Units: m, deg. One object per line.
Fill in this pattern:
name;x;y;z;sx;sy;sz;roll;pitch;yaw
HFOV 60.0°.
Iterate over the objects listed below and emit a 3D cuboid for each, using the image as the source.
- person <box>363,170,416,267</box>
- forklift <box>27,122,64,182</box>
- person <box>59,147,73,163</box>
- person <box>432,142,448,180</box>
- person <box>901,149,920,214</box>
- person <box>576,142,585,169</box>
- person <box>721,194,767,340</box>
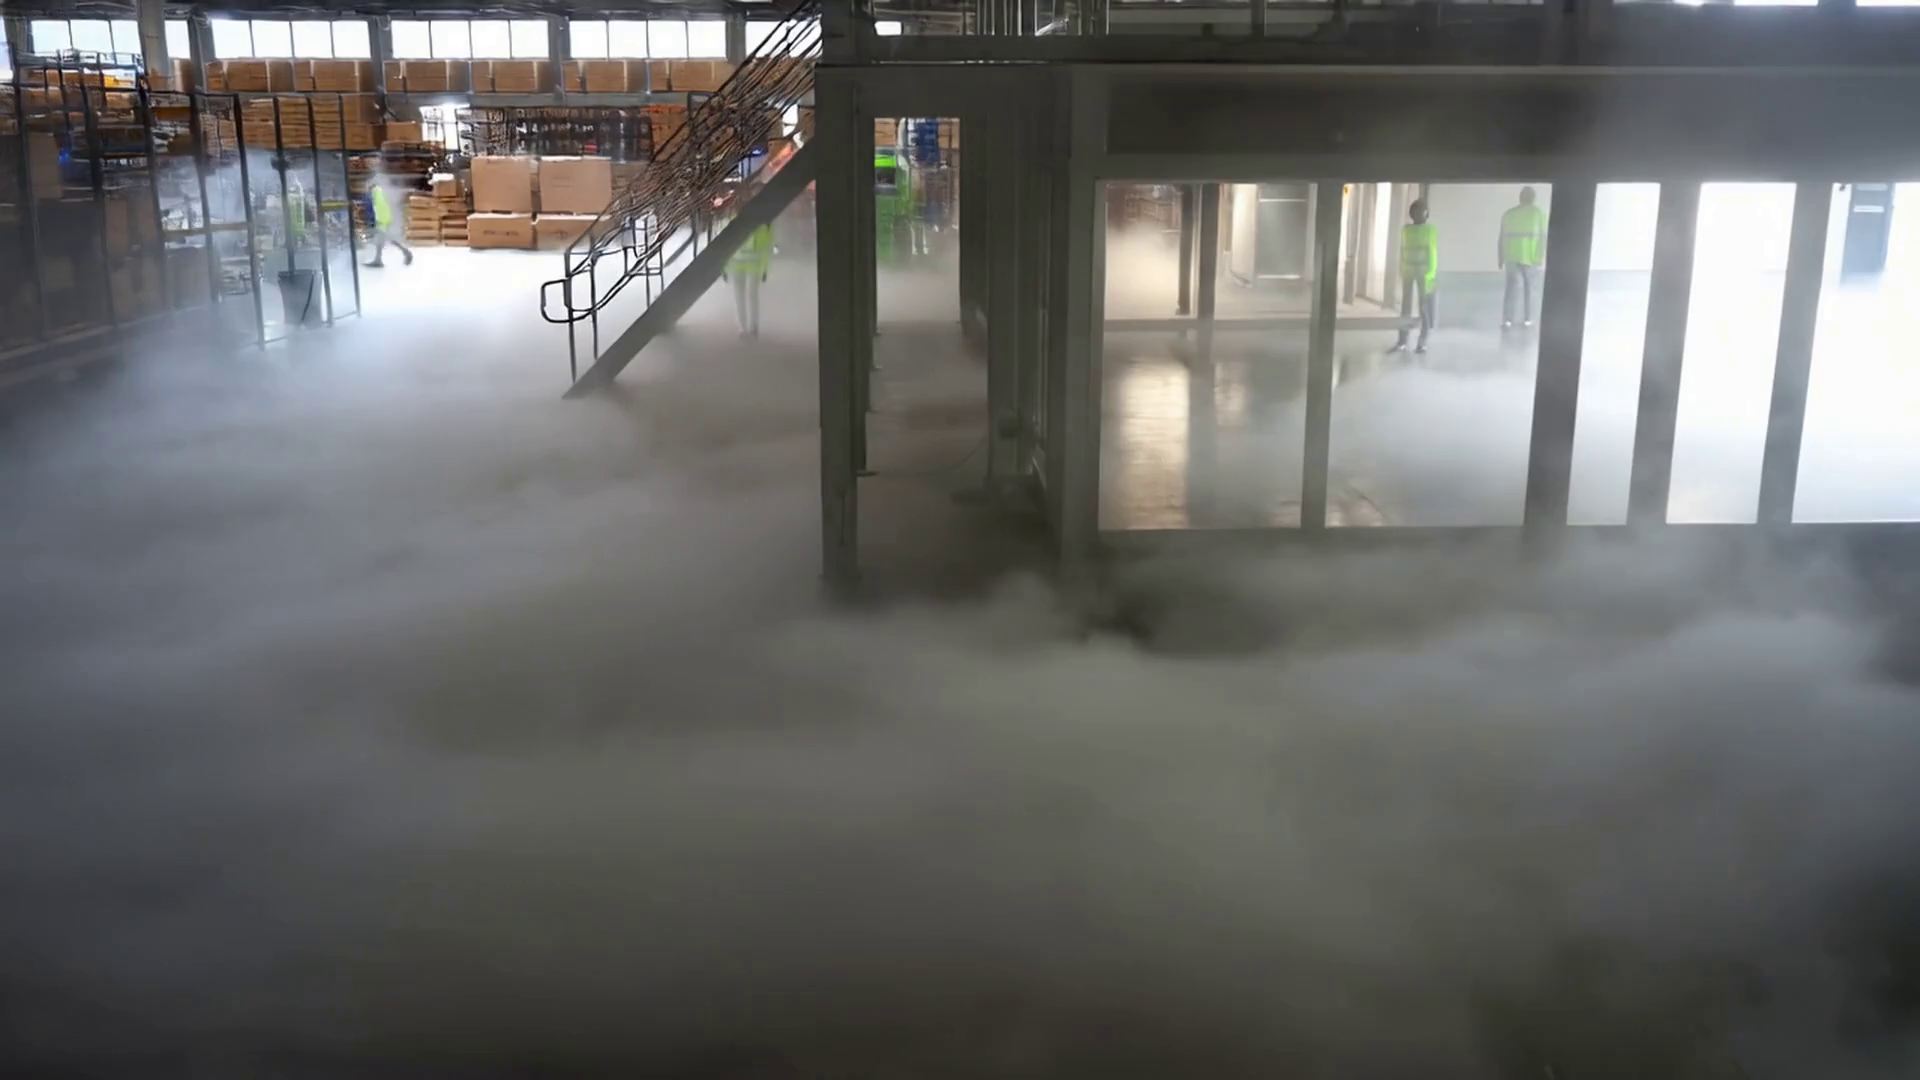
person;-11.111;-6.243;32.343;0.865;1.886;0.557;-3;14;-13
forklift;-35.376;-14.773;64.377;1.129;2.768;1.873;-1;14;-2
person;-36.940;-15.338;68.756;0.404;1.835;0.592;8;16;29
person;-24.182;-17.477;77.179;0.617;1.885;1.041;3;14;13
person;-1.508;-10.895;50.603;0.659;2.029;0.611;7;16;25
person;-19.131;-19.161;84.040;0.403;1.830;0.600;-11;18;-38
person;-2.767;-3.490;21.341;0.573;1.872;0.418;0;14;-1
